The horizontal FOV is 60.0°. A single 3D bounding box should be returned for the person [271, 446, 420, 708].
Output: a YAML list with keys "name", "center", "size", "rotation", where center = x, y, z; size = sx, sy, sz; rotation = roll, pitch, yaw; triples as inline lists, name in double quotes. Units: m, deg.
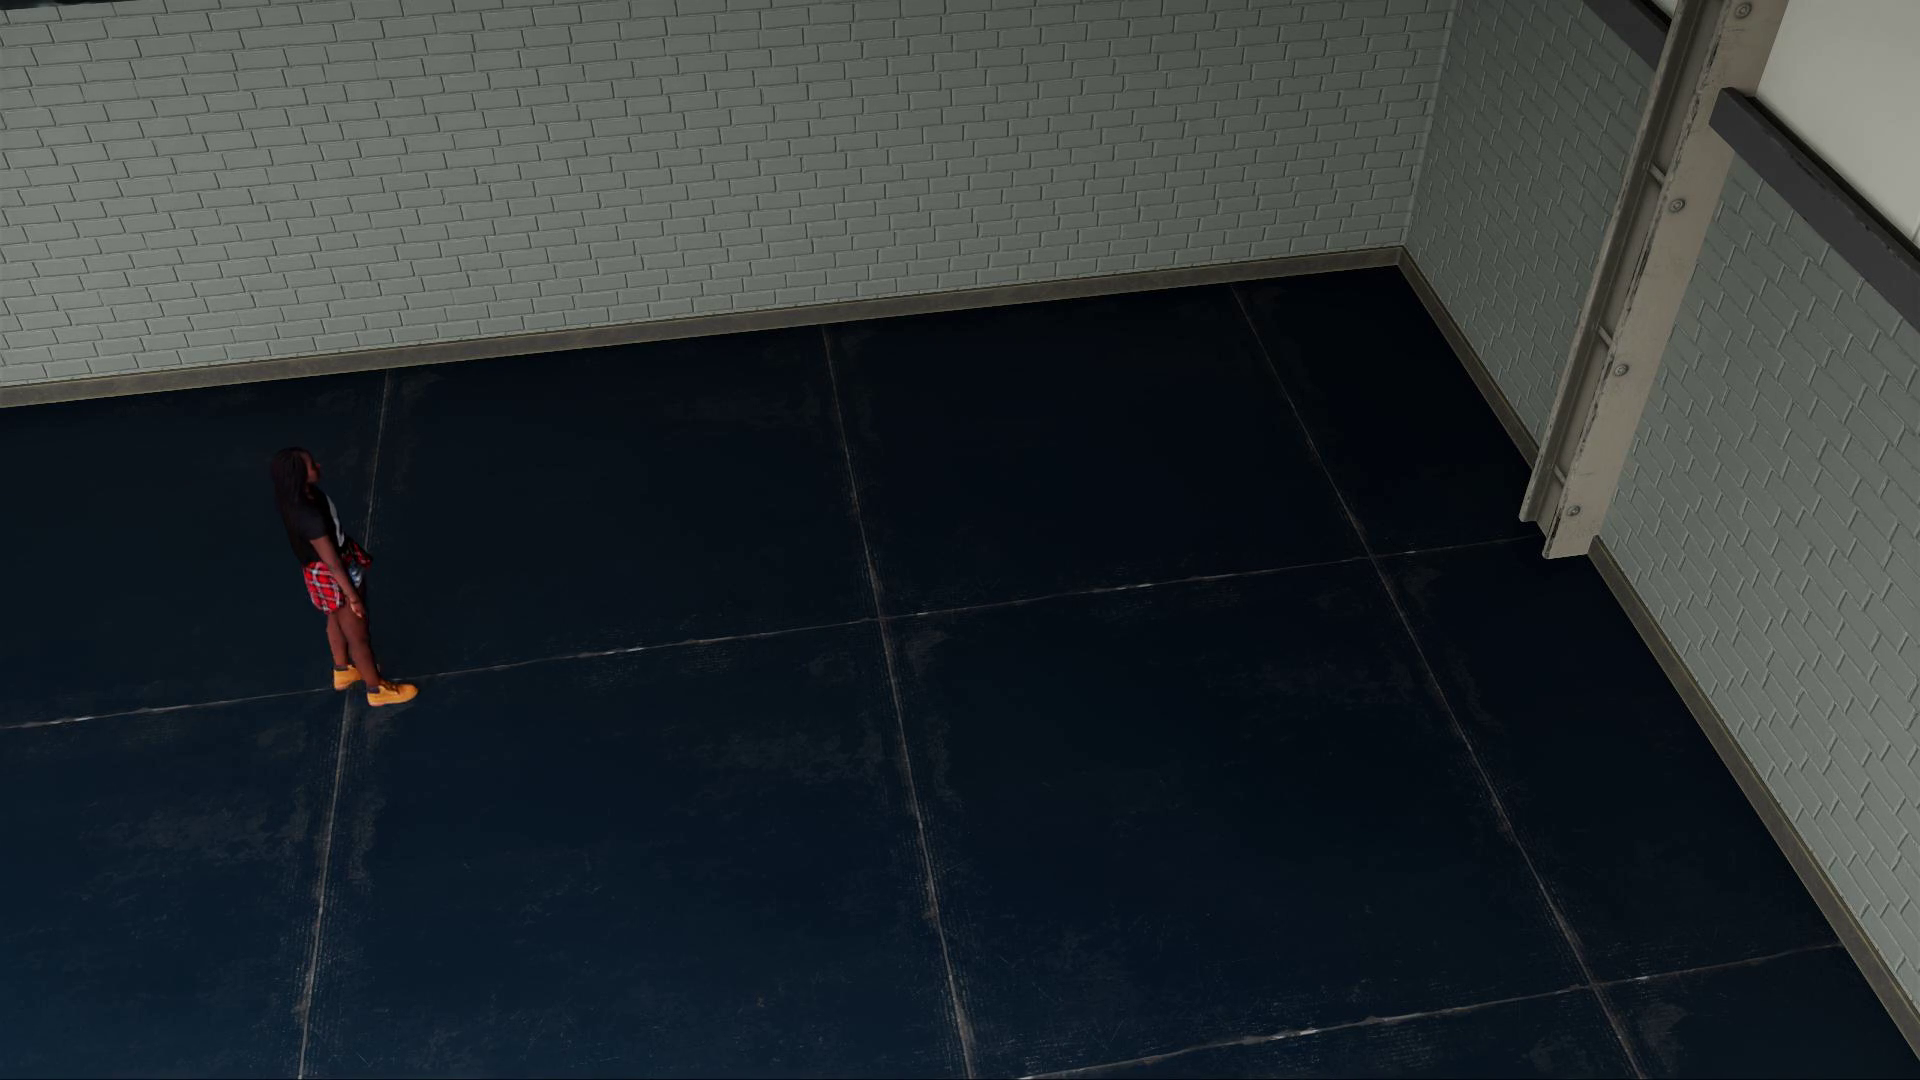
- name: "person"
  center: [-3.285, 0.201, 8.682]
  size: [0.775, 1.732, 0.696]
  rotation: [-26, 49, -26]
